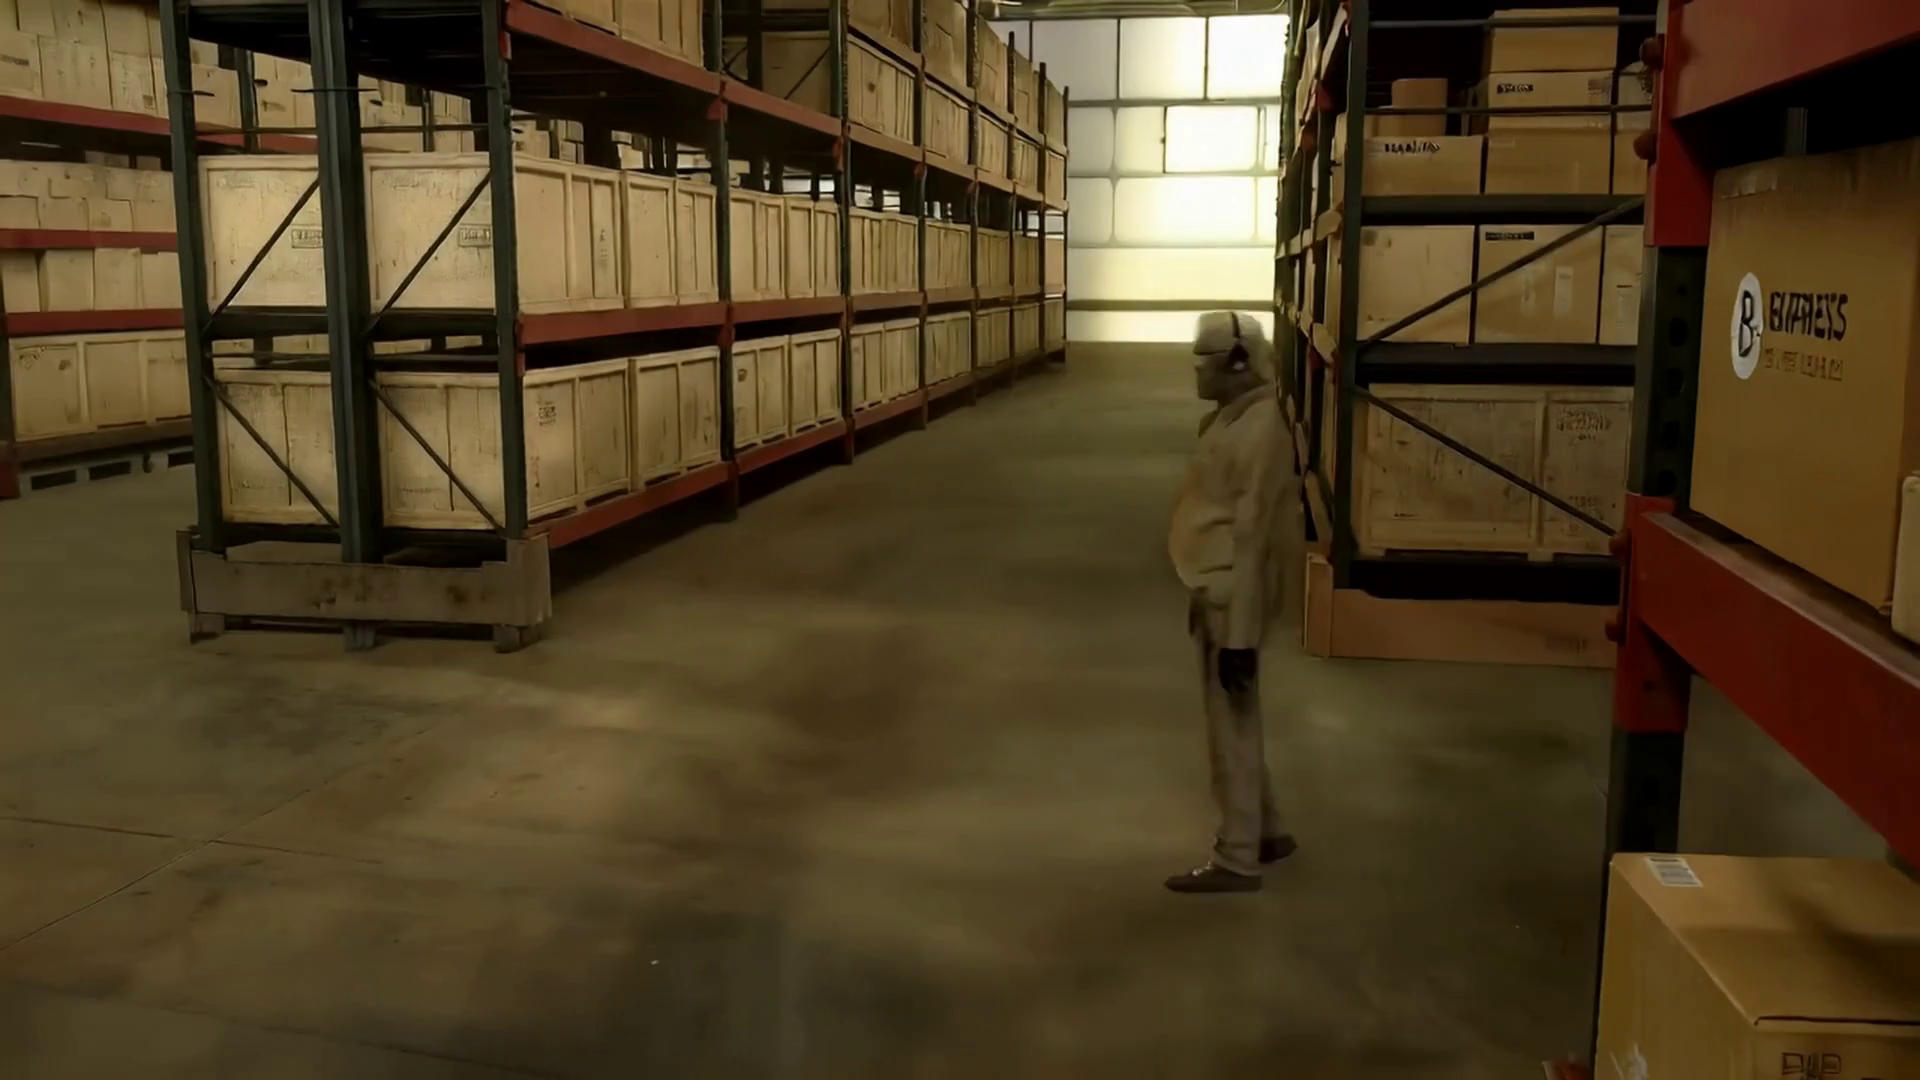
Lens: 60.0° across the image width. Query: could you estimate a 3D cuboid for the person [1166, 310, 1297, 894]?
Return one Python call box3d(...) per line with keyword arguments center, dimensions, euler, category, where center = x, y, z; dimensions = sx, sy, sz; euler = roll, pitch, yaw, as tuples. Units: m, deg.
box3d(center=(0.923, 0.215, 5.428), dimensions=(0.500, 1.909, 0.672), euler=(1, 9, 6), category="person")
